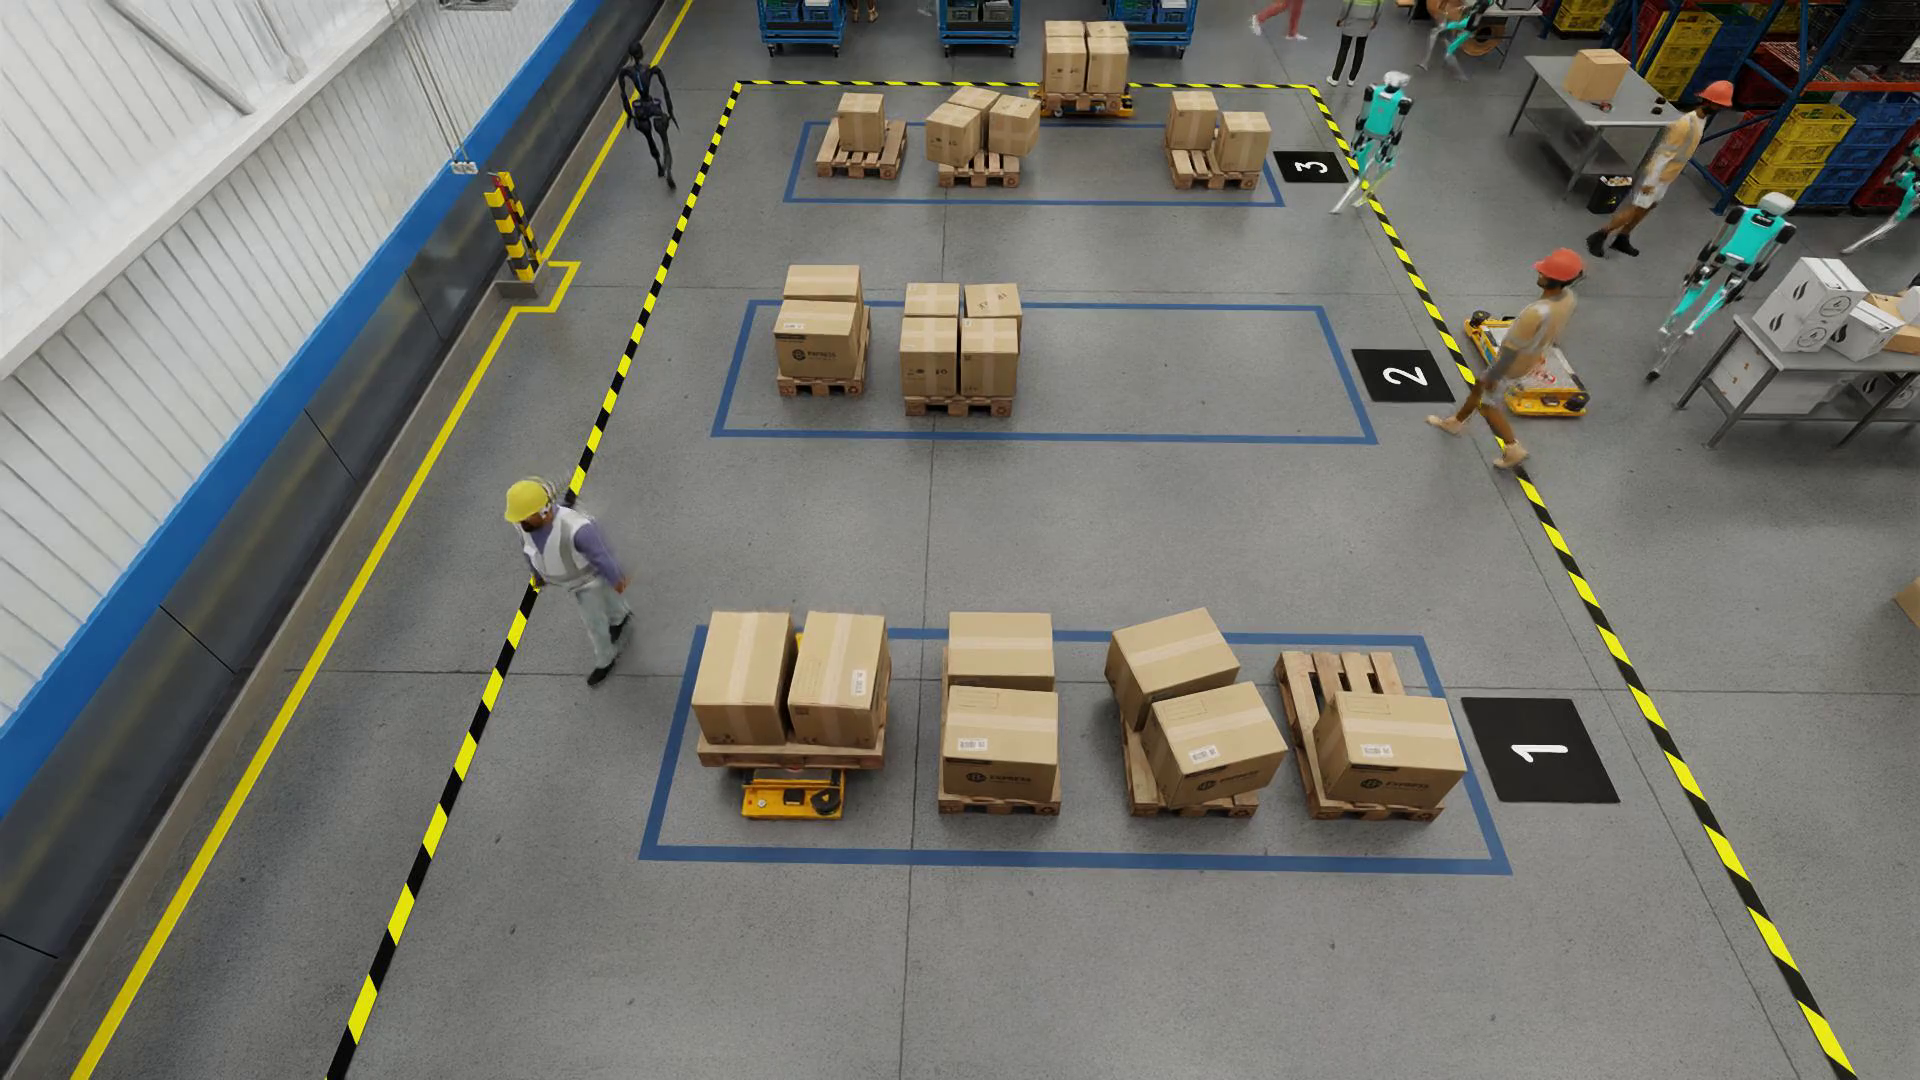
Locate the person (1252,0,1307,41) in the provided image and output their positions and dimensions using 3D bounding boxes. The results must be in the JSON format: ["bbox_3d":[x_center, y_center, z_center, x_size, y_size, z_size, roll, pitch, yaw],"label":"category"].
[{"bbox_3d":[5.065,-8.623,13.924,0.811,1.891,0.591,20,52,16],"label":"person"}]

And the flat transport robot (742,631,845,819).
[{"bbox_3d":[-1.097,1.242,6.439,0.652,0.197,1.431,1,49,1],"label":"flat transport robot"}]

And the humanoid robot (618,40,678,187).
[{"bbox_3d":[-3.749,-5.101,11.040,0.612,1.661,0.603,-8,50,-7],"label":"humanoid robot"}]

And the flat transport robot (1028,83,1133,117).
[{"bbox_3d":[1.691,-6.207,12.888,1.431,0.197,0.652,1,49,1],"label":"flat transport robot"}]

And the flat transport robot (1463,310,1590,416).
[{"bbox_3d":[5.573,-1.757,9.054,0.659,0.231,1.431,1,49,1],"label":"flat transport robot"}]

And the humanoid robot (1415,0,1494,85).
[{"bbox_3d":[7.091,-7.422,13.032,1.034,1.782,0.541,18,52,15],"label":"humanoid robot"}]

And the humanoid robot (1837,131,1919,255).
[{"bbox_3d":[10.469,-3.906,9.956,0.901,1.774,0.554,-8,50,-7],"label":"humanoid robot"}]

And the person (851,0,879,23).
[{"bbox_3d":[-1.584,-9.250,14.368,0.613,2.042,0.371,3,49,2],"label":"person"}]

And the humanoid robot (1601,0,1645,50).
[{"bbox_3d":[9.828,-7.855,13.408,0.359,1.646,0.599,-3,49,-3],"label":"humanoid robot"}]

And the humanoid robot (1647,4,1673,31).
[{"bbox_3d":[10.145,-7.622,13.214,0.714,1.629,0.601,-1,49,-1],"label":"humanoid robot"}]

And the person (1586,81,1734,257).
[{"bbox_3d":[7.530,-3.979,9.897,0.579,1.917,0.580,-33,57,-25],"label":"person"}]

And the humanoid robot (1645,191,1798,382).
[{"bbox_3d":[6.949,-2.265,8.556,1.003,1.781,0.542,-35,58,-26],"label":"humanoid robot"}]

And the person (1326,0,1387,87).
[{"bbox_3d":[5.600,-7.354,12.852,0.589,1.852,0.397,4,49,4],"label":"person"}]

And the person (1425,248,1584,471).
[{"bbox_3d":[4.678,-1.488,7.674,0.617,2.016,0.909,-34,57,-26],"label":"person"}]

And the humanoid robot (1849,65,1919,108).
[{"bbox_3d":[12.096,-6.057,11.866,0.731,1.629,0.614,-4,49,-4],"label":"humanoid robot"}]

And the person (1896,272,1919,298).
[{"bbox_3d":[10.368,-3.173,9.247,0.332,1.837,0.506,-30,55,-23],"label":"person"}]

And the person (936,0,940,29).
[{"bbox_3d":[-0.216,-8.968,14.237,0.511,1.870,0.326,13,50,11],"label":"person"}]

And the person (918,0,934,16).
[{"bbox_3d":[-0.353,-9.193,14.536,0.765,1.715,0.497,25,54,20],"label":"person"}]

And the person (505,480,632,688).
[{"bbox_3d":[-2.681,0.279,6.268,0.633,1.810,0.774,17,51,14],"label":"person"}]

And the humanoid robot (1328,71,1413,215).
[{"bbox_3d":[4.775,-4.503,10.446,0.958,1.729,0.537,-37,59,-28],"label":"humanoid robot"}]
